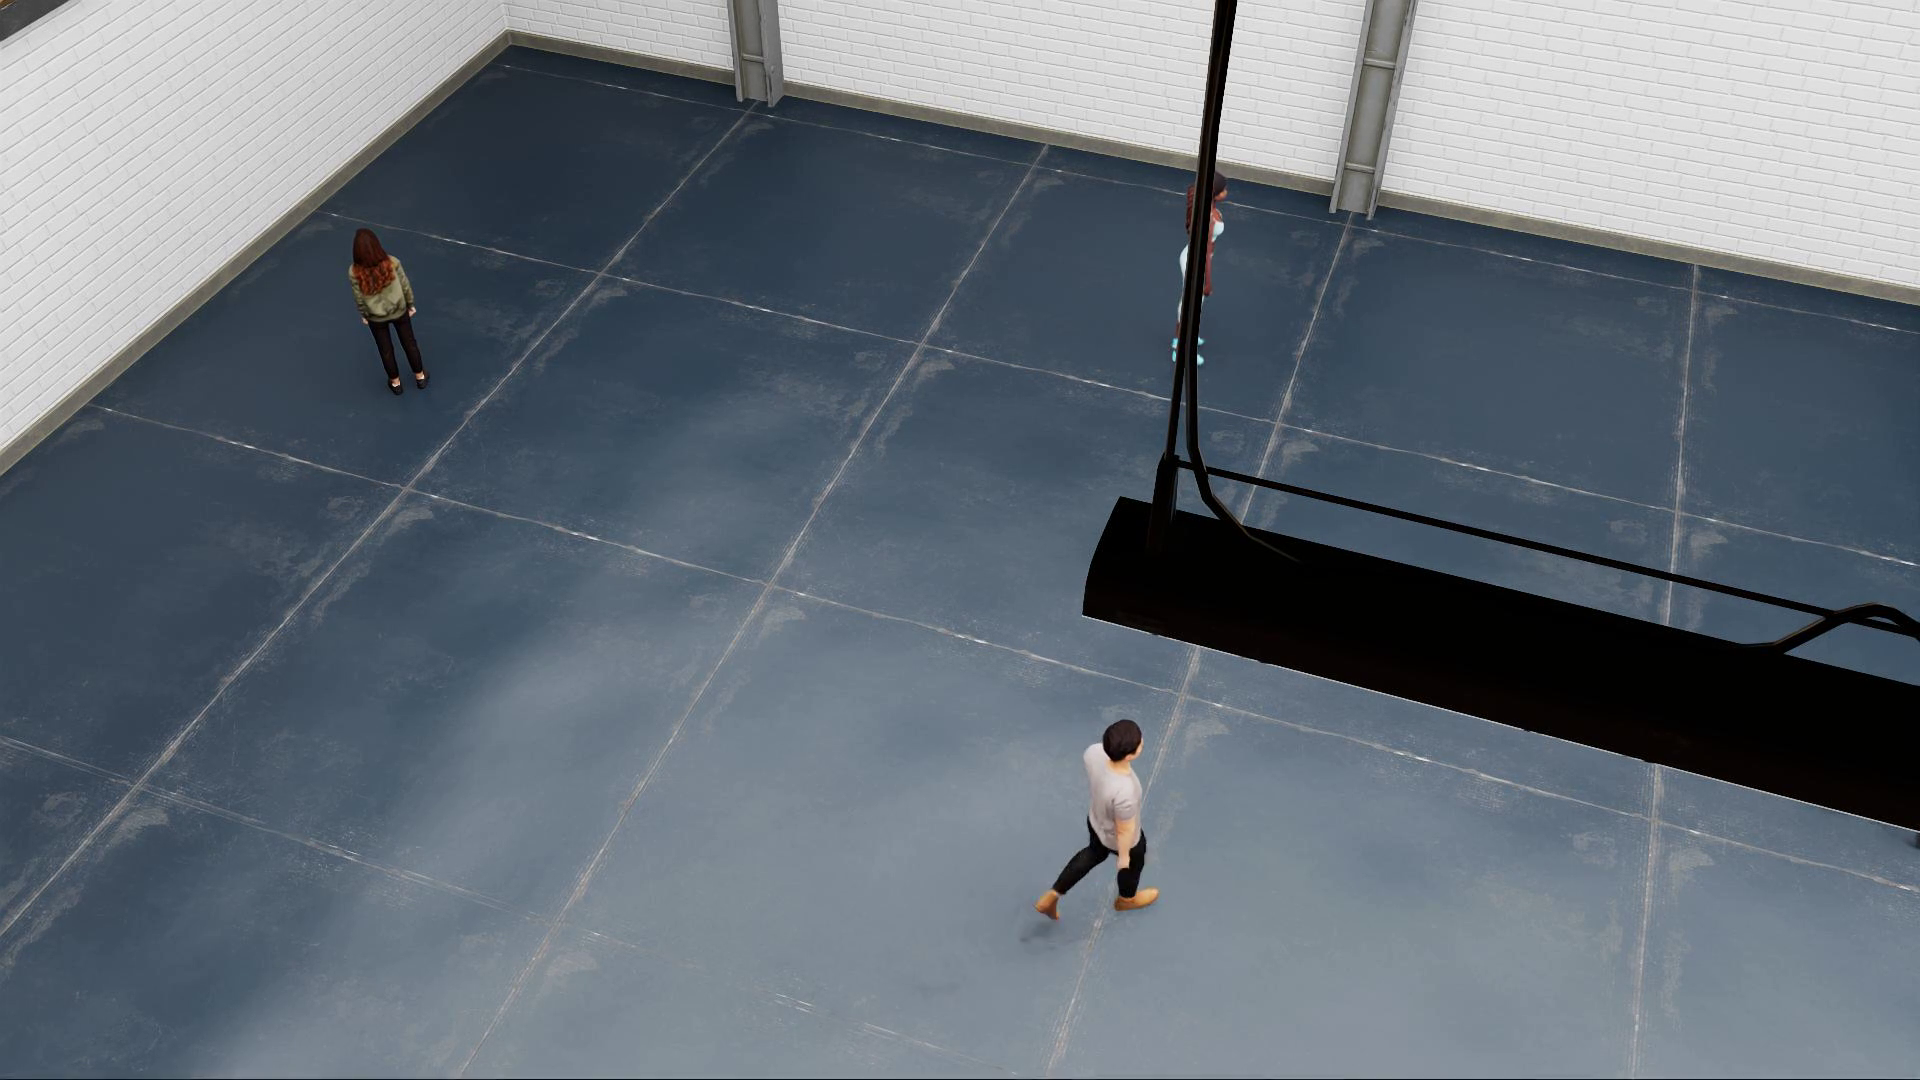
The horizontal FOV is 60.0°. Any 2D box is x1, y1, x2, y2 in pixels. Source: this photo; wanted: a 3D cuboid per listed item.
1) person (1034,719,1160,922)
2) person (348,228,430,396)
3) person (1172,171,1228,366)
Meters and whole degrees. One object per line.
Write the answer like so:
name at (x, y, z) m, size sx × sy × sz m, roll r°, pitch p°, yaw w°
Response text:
person at (0.775, 1.592, 9.200) m, size 1.077 × 1.699 × 1.021 m, roll -17°, pitch 46°, yaw -17°
person at (-4.445, -1.777, 12.898) m, size 0.644 × 1.476 × 0.710 m, roll -16°, pitch 46°, yaw -16°
person at (1.865, -2.154, 13.114) m, size 0.651 × 1.723 × 0.644 m, roll -2°, pitch 44°, yaw -2°
